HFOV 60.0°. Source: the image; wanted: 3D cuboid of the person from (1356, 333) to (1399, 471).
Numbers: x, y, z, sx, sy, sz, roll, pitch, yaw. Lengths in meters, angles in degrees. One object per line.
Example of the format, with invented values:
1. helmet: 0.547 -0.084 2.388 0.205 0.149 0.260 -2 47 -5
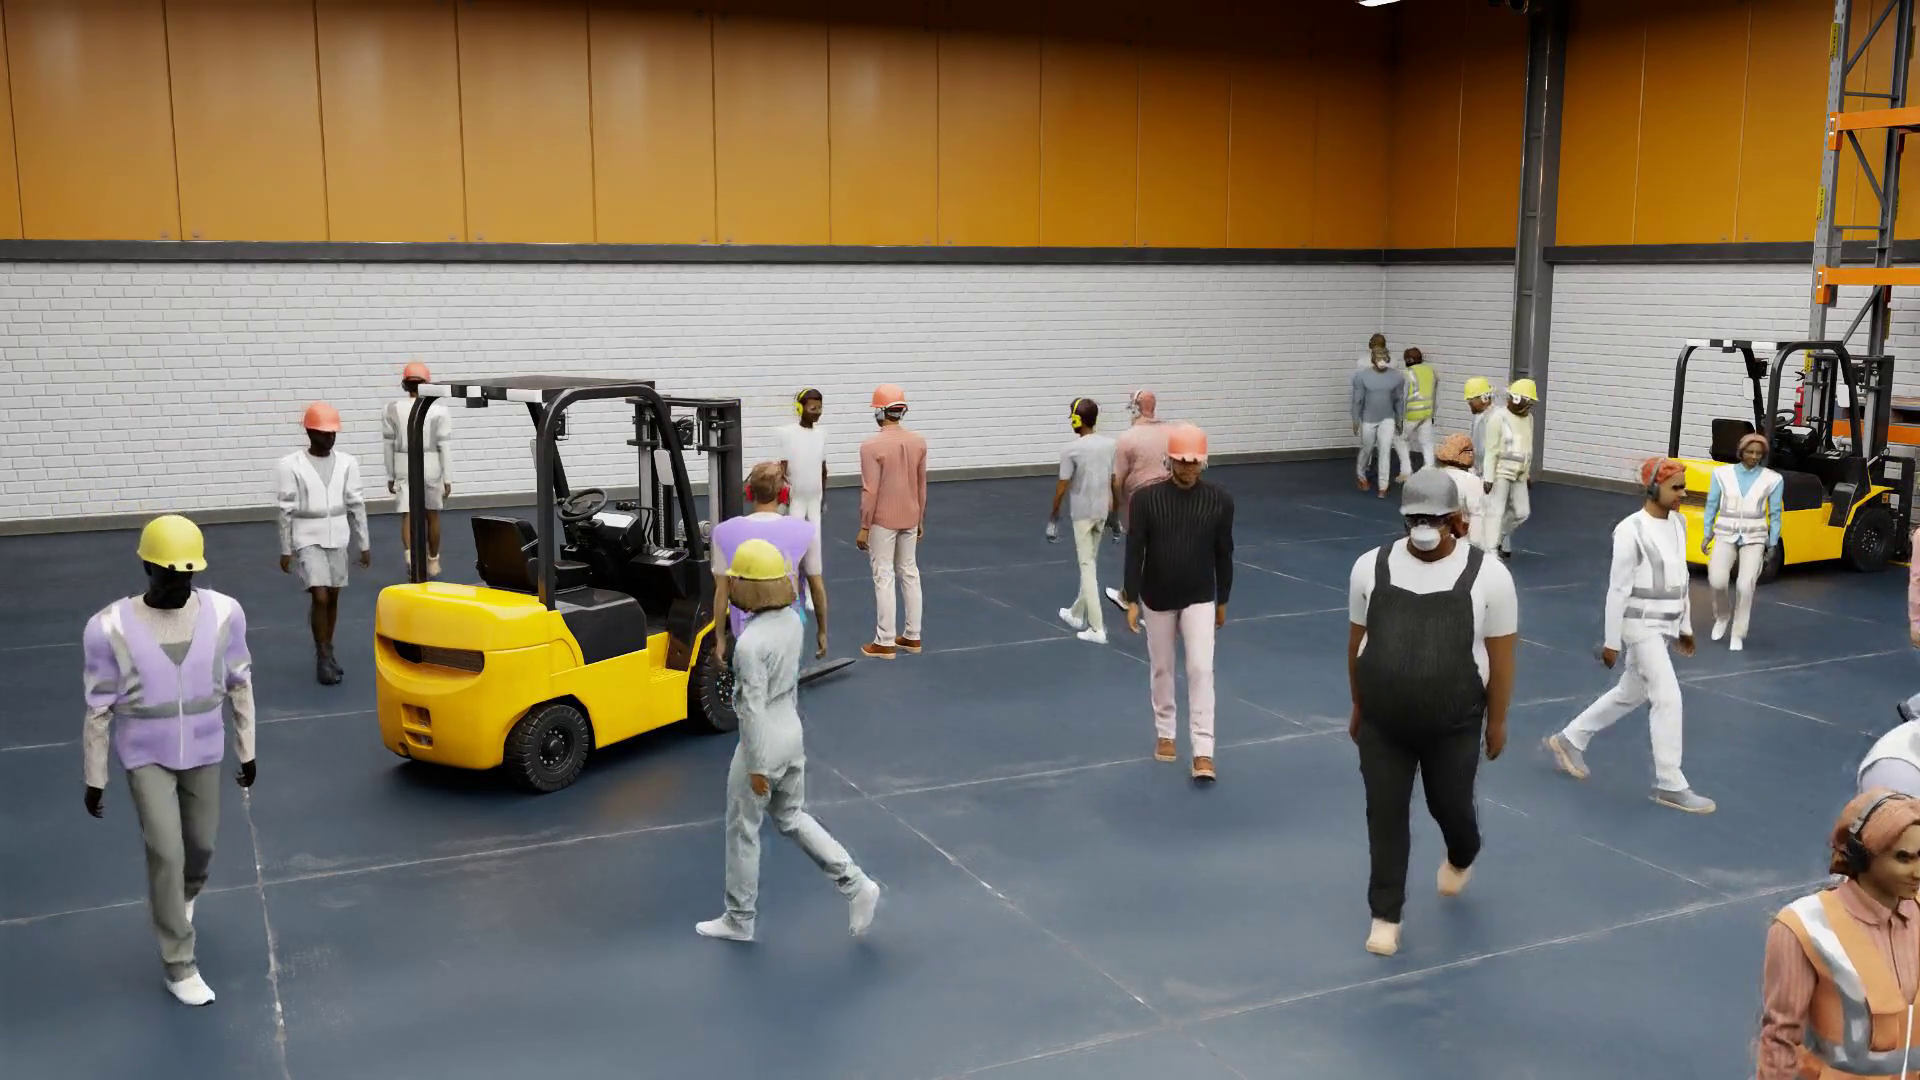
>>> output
1. person: 5.846 -1.934 23.400 0.635 1.939 0.366 -2 9 -12

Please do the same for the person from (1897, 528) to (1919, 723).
1. person: 5.523 0.426 9.338 0.535 1.748 0.537 -2 9 -12

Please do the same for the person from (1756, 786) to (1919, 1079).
1. person: 2.105 1.377 3.830 0.535 1.632 0.427 -2 9 -14

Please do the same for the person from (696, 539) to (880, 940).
1. person: -0.737 0.842 6.839 0.722 1.721 0.492 4 10 22

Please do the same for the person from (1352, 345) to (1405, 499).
1. person: 5.220 -1.499 20.849 0.645 1.908 0.901 1 9 5

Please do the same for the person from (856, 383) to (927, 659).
1. person: -0.504 -0.139 12.086 0.624 1.992 0.390 -9 13 -44

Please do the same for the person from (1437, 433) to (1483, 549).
1. person: 3.584 0.035 12.126 0.264 1.632 0.507 -7 11 -35

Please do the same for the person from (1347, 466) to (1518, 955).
1. person: 1.970 0.657 7.010 0.690 2.000 0.819 4 10 26

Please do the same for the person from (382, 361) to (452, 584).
1. person: -4.879 -0.603 14.963 0.602 2.011 0.943 -2 9 -13

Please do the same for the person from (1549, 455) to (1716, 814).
1. person: 3.593 0.458 8.847 0.565 1.853 0.922 -9 12 -43

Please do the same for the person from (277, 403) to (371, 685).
1. person: -4.299 0.024 11.331 0.726 1.907 0.568 9 13 44

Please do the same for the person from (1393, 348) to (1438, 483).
1. person: 5.976 -1.622 21.878 0.745 1.802 0.656 -5 11 -30

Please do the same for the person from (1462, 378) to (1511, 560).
1. person: 5.058 -0.667 16.050 0.678 1.776 0.643 0 9 -3

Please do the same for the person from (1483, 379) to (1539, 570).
1. person: 5.147 -0.618 15.657 0.669 1.802 0.498 -6 11 -32

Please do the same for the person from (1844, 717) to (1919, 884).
1. person: 2.705 1.130 4.512 0.591 1.890 0.961 -5 10 -28

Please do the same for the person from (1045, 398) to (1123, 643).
1. person: 0.884 -0.162 12.719 0.550 1.840 0.845 -6 11 -34

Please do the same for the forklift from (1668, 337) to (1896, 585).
1. forklift: 7.551 -0.789 15.507 2.313 2.155 1.214 -4 10 -25

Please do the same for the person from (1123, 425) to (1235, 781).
1. person: 1.216 0.347 9.218 0.617 1.950 0.946 1 9 4

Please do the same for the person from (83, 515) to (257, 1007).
1. person: -3.136 0.809 6.577 0.631 1.887 0.857 -8 12 -40

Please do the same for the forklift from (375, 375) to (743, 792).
1. forklift: -2.268 0.149 9.685 1.214 2.155 2.313 6 11 32

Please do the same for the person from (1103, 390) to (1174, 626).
1. person: 1.401 -0.262 13.266 0.667 1.855 0.971 -7 12 -38

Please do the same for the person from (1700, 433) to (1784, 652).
1. person: 5.757 0.014 12.270 0.531 1.619 0.360 5 10 27

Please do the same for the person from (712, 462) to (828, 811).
1. person: -1.001 0.475 8.901 0.582 1.793 0.939 1 9 3

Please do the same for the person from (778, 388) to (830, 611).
1. person: -1.328 -0.338 13.786 0.543 1.846 0.565 -7 11 -36
